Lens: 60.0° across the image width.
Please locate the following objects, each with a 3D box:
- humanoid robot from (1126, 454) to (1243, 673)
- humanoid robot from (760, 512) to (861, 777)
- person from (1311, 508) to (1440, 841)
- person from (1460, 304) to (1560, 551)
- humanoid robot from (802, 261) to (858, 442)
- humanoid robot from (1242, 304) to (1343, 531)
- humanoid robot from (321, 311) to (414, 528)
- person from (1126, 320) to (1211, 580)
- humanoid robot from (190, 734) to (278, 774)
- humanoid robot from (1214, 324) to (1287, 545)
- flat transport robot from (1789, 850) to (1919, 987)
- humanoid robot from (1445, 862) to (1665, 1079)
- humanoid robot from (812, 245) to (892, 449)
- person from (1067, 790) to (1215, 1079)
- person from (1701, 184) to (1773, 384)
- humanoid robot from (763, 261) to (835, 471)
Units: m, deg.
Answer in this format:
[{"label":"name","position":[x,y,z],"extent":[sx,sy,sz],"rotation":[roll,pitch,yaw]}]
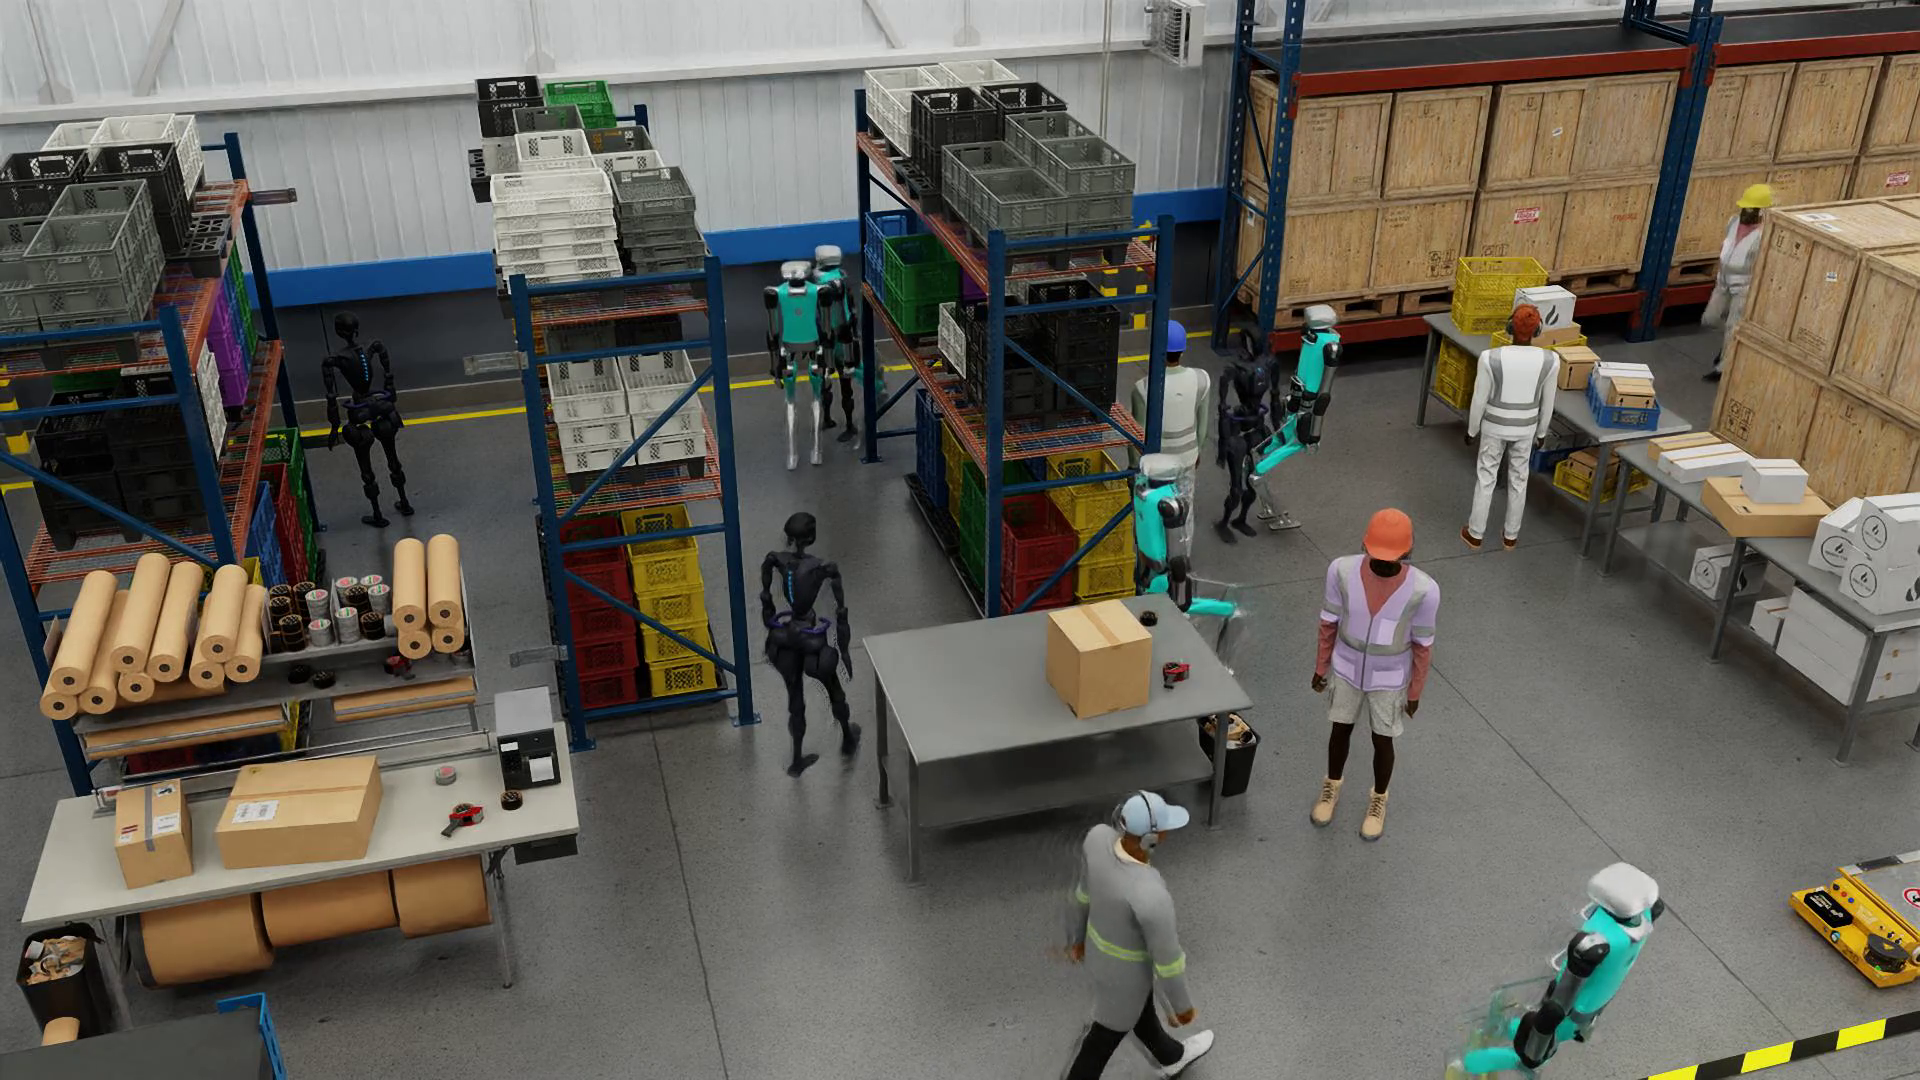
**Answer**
[{"label":"humanoid robot","position":[1.419,0.255,10.235],"extent":[1.058,1.768,0.555],"rotation":[-11,31,-19]},{"label":"humanoid robot","position":[-0.880,0.571,9.685],"extent":[0.588,1.640,0.597],"rotation":[10,30,18]},{"label":"person","position":[2.210,0.729,9.009],"extent":[0.607,2.035,0.405],"rotation":[15,32,25]},{"label":"person","position":[3.926,-0.791,11.926],"extent":[0.571,1.882,0.356],"rotation":[3,29,5]},{"label":"humanoid robot","position":[-1.042,-1.615,13.622],"extent":[0.599,1.657,0.315],"rotation":[21,35,34]},{"label":"humanoid robot","position":[2.339,-0.872,12.118],"extent":[0.738,1.694,0.535],"rotation":[-5,29,-10]},{"label":"humanoid robot","position":[-4.406,-0.903,12.326],"extent":[0.315,1.657,0.599],"rotation":[23,36,35]},{"label":"person","position":[1.420,-0.585,11.484],"extent":[0.601,1.948,0.389],"rotation":[-11,31,-20]},{"label":"humanoid robot","position":[-3.813,1.154,8.620],"extent":[0.641,1.635,0.612],"rotation":[6,29,10]},{"label":"humanoid robot","position":[2.113,-0.783,12.119],"extent":[0.602,1.657,0.355],"rotation":[-15,32,-25]},{"label":"flat transport robot","position":[5.163,1.916,8.676],"extent":[1.431,0.231,0.659],"rotation":[-8,30,-14]},{"label":"humanoid robot","position":[2.399,1.993,7.044],"extent":[0.535,1.793,0.811],"rotation":[-22,36,-34]},{"label":"humanoid robot","position":[-0.795,-1.560,13.478],"extent":[0.777,1.762,0.559],"rotation":[-11,31,-19]},{"label":"person","position":[0.821,1.825,7.237],"extent":[0.930,1.805,0.621],"rotation":[-11,31,-19]},{"label":"person","position":[6.877,-2.254,14.655],"extent":[0.445,1.814,0.600],"rotation":[-11,31,-19]},{"label":"humanoid robot","position":[-1.255,-1.426,13.216],"extent":[0.534,1.781,0.674],"rotation":[-2,29,-4]}]
